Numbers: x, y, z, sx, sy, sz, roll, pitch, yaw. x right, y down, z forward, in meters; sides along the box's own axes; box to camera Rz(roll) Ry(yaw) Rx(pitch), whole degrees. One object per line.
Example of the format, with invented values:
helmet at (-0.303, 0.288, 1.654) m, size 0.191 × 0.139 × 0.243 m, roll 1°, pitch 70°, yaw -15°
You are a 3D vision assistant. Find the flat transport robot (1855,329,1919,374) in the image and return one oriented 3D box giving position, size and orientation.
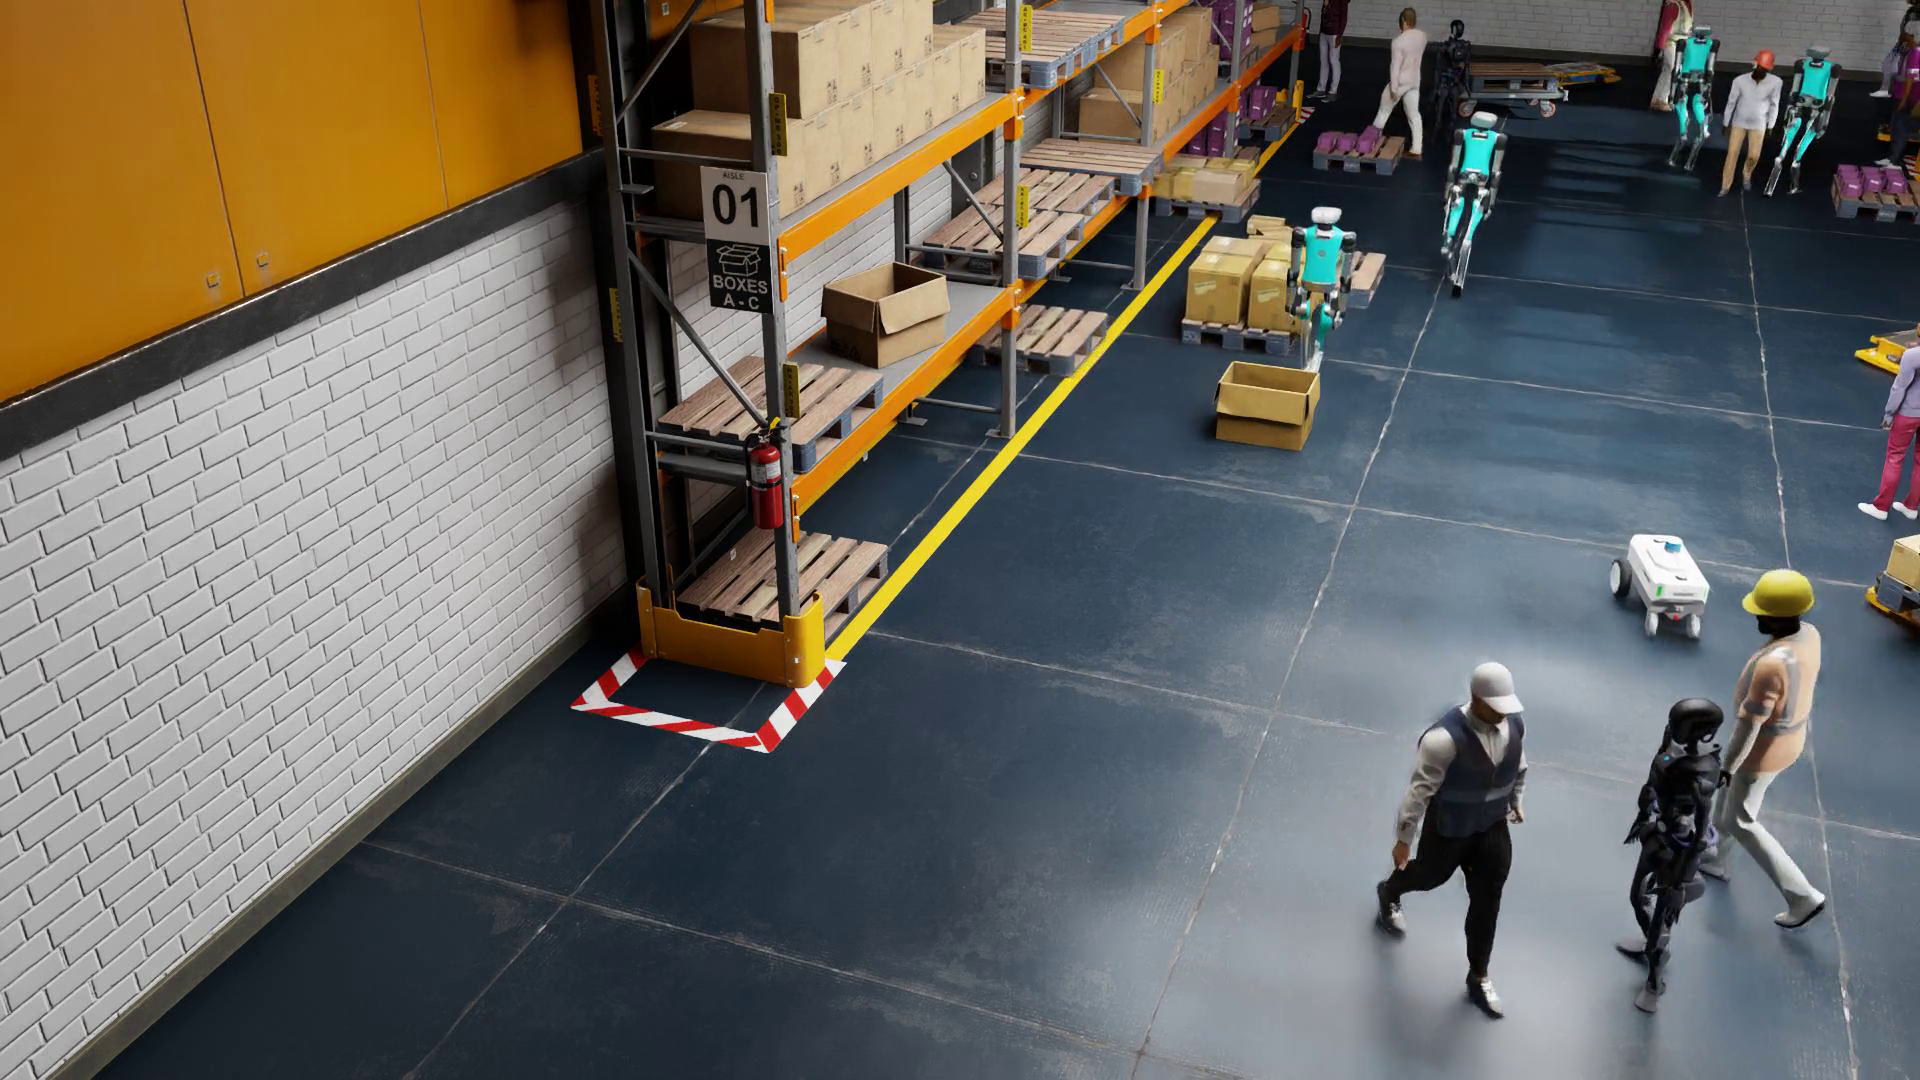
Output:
flat transport robot at (8.932, -1.706, 15.060) m, size 1.431 × 0.231 × 0.659 m, roll -9°, pitch 29°, yaw -17°

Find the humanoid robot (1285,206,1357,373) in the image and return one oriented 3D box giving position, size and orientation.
humanoid robot at (3.057, -2.055, 14.188) m, size 0.532 × 1.770 × 1.019 m, roll 7°, pitch 28°, yaw 13°

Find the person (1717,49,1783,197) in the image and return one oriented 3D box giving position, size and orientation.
person at (9.374, -4.959, 19.768) m, size 0.587 × 1.736 × 0.442 m, roll 13°, pitch 30°, yaw 24°

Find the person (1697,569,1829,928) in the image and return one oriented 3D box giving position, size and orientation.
person at (3.946, 1.005, 8.031) m, size 0.746 × 1.899 × 0.590 m, roll 20°, pitch 33°, yaw 33°

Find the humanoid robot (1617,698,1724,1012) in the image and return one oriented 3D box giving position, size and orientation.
humanoid robot at (3.233, 1.390, 7.525) m, size 0.380 × 1.646 × 0.598 m, roll 0°, pitch 27°, yaw 0°

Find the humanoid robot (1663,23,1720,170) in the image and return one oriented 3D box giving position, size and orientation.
humanoid robot at (9.196, -5.495, 20.809) m, size 0.531 × 1.776 × 0.853 m, roll 1°, pitch 27°, yaw 2°

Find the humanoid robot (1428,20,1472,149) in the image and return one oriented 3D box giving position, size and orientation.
humanoid robot at (6.419, -5.963, 21.774) m, size 0.598 × 1.650 × 0.315 m, roll -10°, pitch 29°, yaw -18°

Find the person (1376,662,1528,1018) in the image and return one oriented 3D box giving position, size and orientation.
person at (2.301, 1.276, 7.689) m, size 0.770 × 1.725 × 0.865 m, roll -9°, pitch 29°, yaw -17°

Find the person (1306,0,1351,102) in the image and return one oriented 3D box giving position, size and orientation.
person at (5.443, -7.420, 24.312) m, size 0.424 × 1.950 × 0.488 m, roll -14°, pitch 30°, yaw -25°

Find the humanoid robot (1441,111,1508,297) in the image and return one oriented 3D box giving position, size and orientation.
humanoid robot at (5.042, -3.299, 16.579) m, size 0.549 × 1.777 × 0.930 m, roll 11°, pitch 29°, yaw 20°

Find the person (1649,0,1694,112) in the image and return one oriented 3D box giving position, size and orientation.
person at (10.228, -7.028, 23.705) m, size 0.552 × 1.808 × 0.684 m, roll 24°, pitch 36°, yaw 39°

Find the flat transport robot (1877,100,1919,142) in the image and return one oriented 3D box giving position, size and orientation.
flat transport robot at (13.123, -5.437, 22.297) m, size 1.431 × 0.231 × 0.659 m, roll 13°, pitch 30°, yaw 24°

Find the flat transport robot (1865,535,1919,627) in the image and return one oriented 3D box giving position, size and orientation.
flat transport robot at (6.624, 0.578, 10.630) m, size 0.659 × 0.231 × 1.431 m, roll -10°, pitch 29°, yaw -18°

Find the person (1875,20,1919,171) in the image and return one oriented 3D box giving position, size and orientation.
person at (11.816, -5.550, 20.816) m, size 0.376 × 1.835 × 0.546 m, roll 13°, pitch 30°, yaw 24°

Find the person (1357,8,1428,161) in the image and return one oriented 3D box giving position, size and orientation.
person at (5.659, -5.883, 21.422) m, size 0.615 × 1.870 × 1.018 m, roll -15°, pitch 31°, yaw -27°

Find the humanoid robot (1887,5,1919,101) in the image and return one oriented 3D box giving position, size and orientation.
humanoid robot at (13.921, -7.176, 24.144) m, size 0.590 × 1.636 × 0.445 m, roll 23°, pitch 35°, yaw 37°

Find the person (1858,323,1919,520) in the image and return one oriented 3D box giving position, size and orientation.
person at (6.917, -0.907, 12.026) m, size 0.498 × 1.629 × 0.288 m, roll -3°, pitch 27°, yaw -6°

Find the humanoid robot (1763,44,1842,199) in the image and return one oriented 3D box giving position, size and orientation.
humanoid robot at (9.864, -4.850, 19.646) m, size 0.794 × 1.873 × 0.538 m, roll -23°, pitch 35°, yaw -37°

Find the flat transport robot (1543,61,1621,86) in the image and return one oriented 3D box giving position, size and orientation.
flat transport robot at (9.413, -7.174, 25.666) m, size 1.431 × 0.231 × 0.659 m, roll -10°, pitch 29°, yaw -18°

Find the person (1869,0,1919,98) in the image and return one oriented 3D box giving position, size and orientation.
person at (13.794, -7.306, 24.447) m, size 0.601 × 1.615 × 0.520 m, roll 19°, pitch 33°, yaw 33°

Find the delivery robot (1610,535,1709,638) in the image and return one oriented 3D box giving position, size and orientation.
delivery robot at (4.637, 0.260, 10.955) m, size 0.499 × 0.614 × 0.803 m, roll 2°, pitch 27°, yaw 5°
